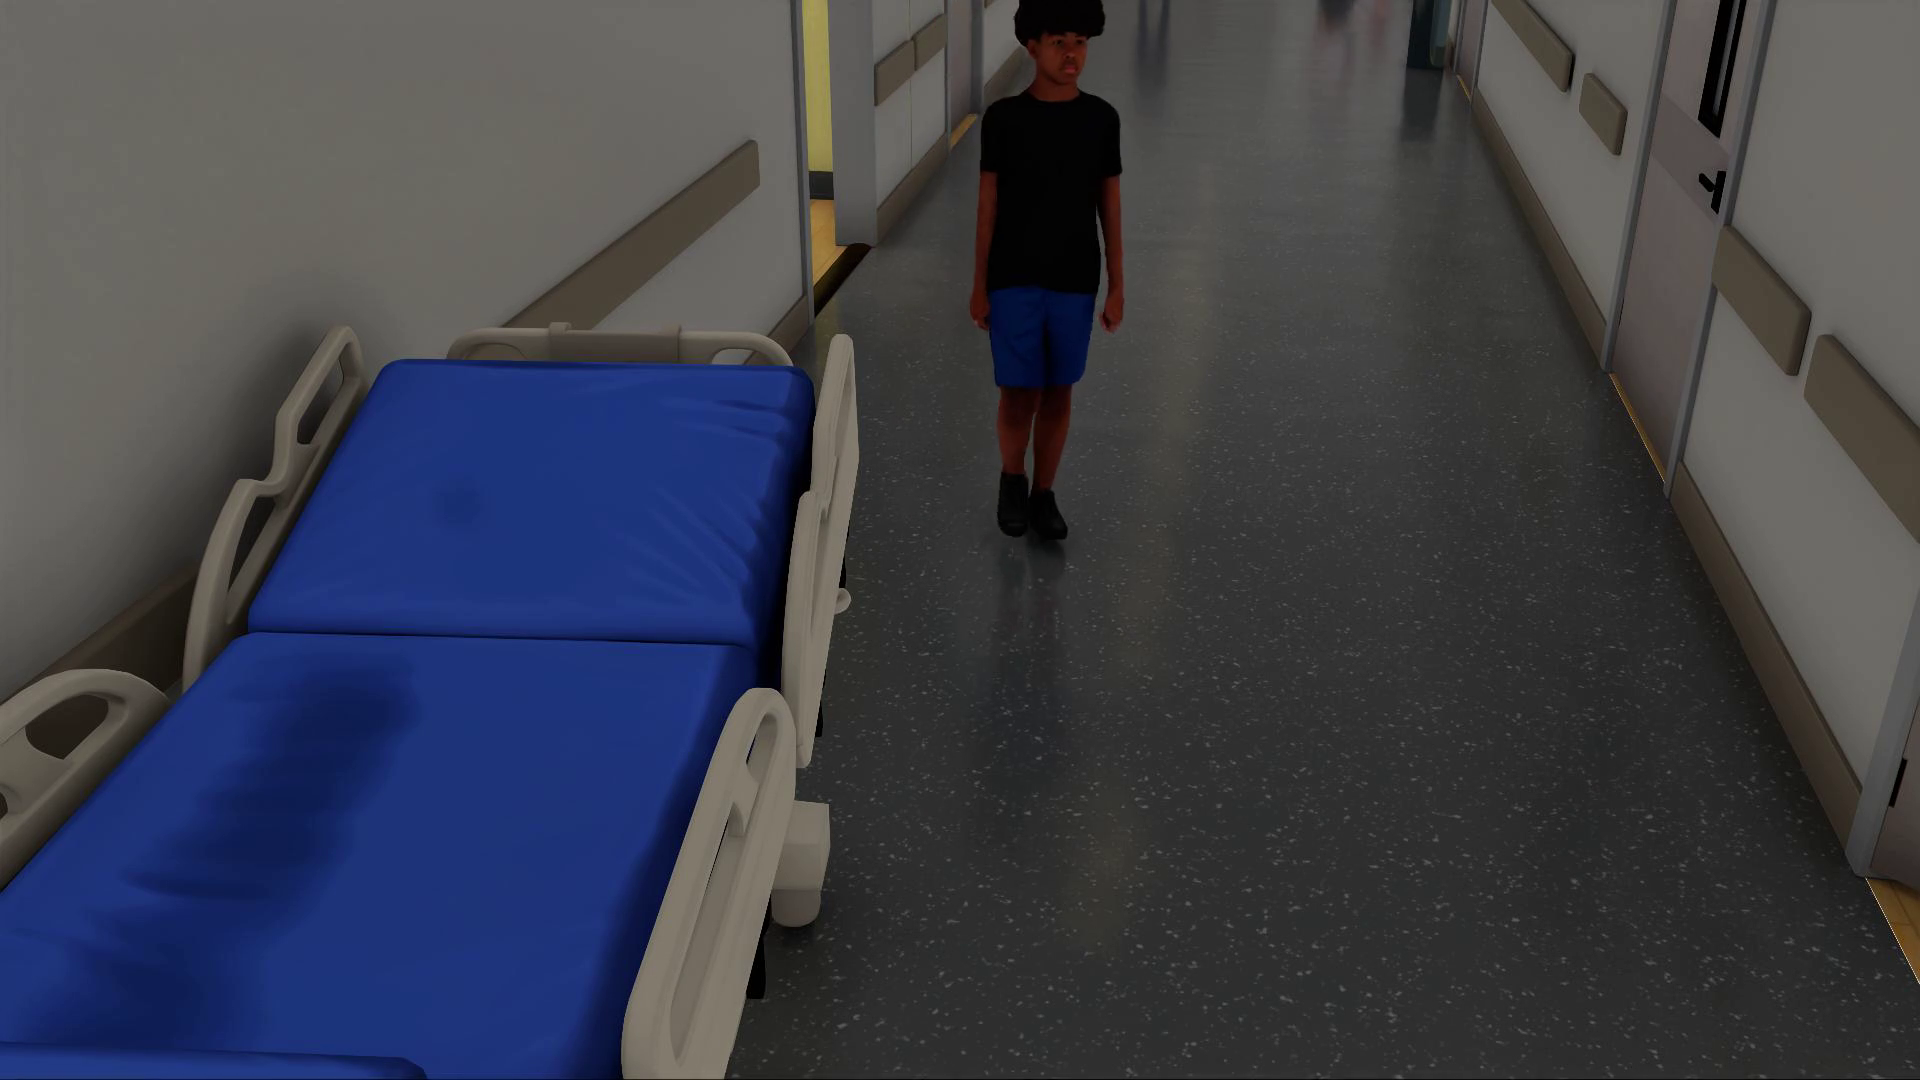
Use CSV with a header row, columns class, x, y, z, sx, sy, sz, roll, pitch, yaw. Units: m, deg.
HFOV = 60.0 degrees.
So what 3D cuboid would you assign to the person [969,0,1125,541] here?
class,x,y,z,sx,sy,sz,roll,pitch,yaw
person,0.243,-0.852,5.275,0.669,1.783,0.779,-5,26,-9
